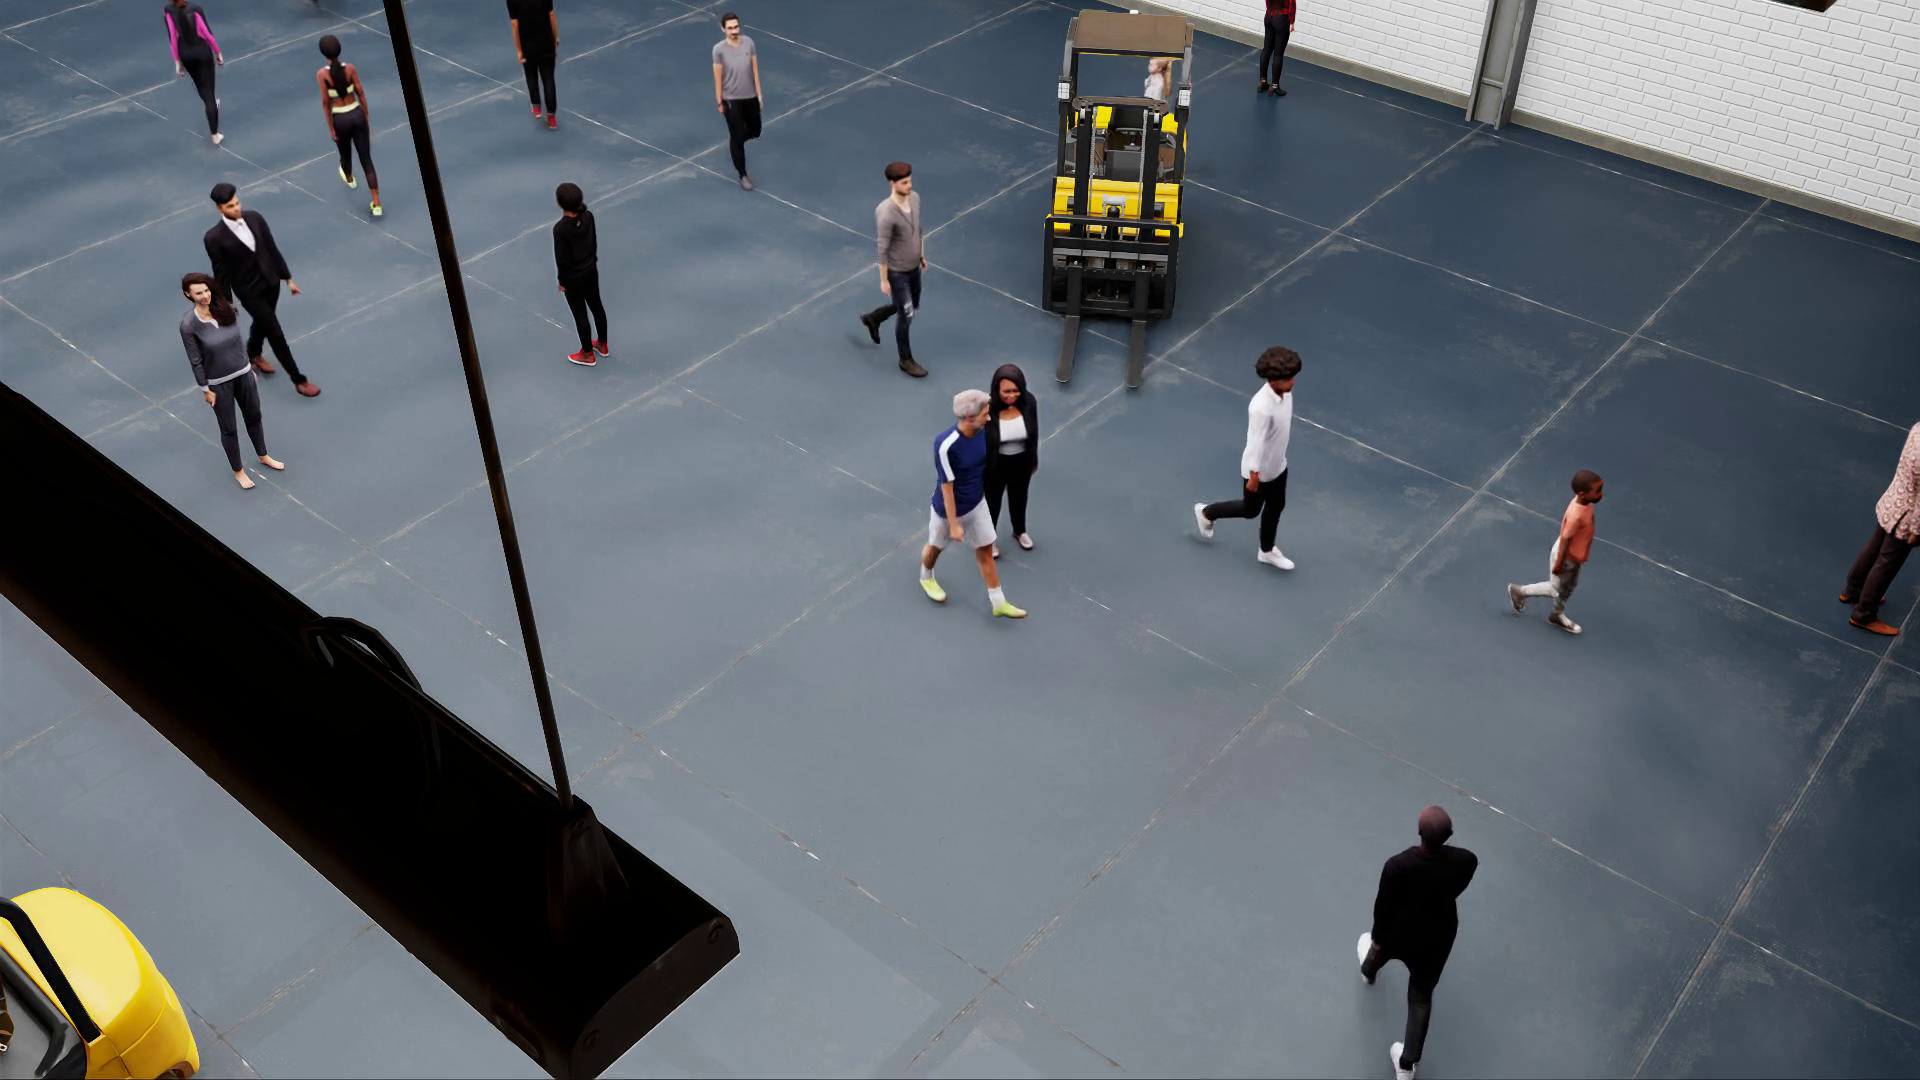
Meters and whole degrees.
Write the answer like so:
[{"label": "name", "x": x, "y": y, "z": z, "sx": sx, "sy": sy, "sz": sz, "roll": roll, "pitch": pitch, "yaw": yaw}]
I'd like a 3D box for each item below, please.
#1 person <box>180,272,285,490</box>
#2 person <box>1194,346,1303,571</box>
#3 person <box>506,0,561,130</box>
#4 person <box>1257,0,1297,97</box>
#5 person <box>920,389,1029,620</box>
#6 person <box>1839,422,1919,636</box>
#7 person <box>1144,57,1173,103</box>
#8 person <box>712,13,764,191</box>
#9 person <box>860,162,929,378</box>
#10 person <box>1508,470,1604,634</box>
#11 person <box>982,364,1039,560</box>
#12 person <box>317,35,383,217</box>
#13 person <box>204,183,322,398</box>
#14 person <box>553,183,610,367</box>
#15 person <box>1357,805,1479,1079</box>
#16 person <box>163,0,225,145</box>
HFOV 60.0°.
[{"label": "person", "x": -5.543, "y": -1.230, "z": 12.567, "sx": 0.565, "sy": 1.768, "sz": 0.645, "roll": 21, "pitch": 43, "yaw": 24}, {"label": "person", "x": 2.081, "y": -0.599, "z": 11.762, "sx": 1.052, "sy": 1.788, "sz": 0.689, "roll": 24, "pitch": 44, "yaw": 27}, {"label": "person", "x": -4.447, "y": -5.184, "z": 17.541, "sx": 0.879, "sy": 1.739, "sz": 0.973, "roll": -10, "pitch": 40, "yaw": -12}, {"label": "person", "x": 3.486, "y": -5.705, "z": 18.261, "sx": 0.692, "sy": 1.656, "sz": 0.527, "roll": -24, "pitch": 45, "yaw": -27}, {"label": "person", "x": -0.079, "y": -0.259, "z": 11.377, "sx": 0.726, "sy": 1.737, "sz": 1.132, "roll": -30, "pitch": 48, "yaw": -32}, {"label": "person", "x": 6.386, "y": -0.195, "z": 11.239, "sx": 0.759, "sy": 1.808, "sz": 0.768, "roll": 8, "pitch": 39, "yaw": 10}, {"label": "person", "x": 2.038, "y": -4.294, "z": 16.822, "sx": 0.908, "sy": 1.246, "sz": 0.872, "roll": -5, "pitch": 39, "yaw": -6}, {"label": "person", "x": -2.227, "y": -4.433, "z": 16.602, "sx": 0.805, "sy": 1.740, "sz": 1.013, "roll": -20, "pitch": 43, "yaw": -23}, {"label": "person", "x": -0.552, "y": -2.282, "z": 13.790, "sx": 1.030, "sy": 1.888, "sz": 0.770, "roll": 22, "pitch": 44, "yaw": 25}, {"label": "person", "x": 4.095, "y": 0.063, "z": 11.326, "sx": 0.763, "sy": 1.297, "sz": 0.509, "roll": 24, "pitch": 44, "yaw": 27}, {"label": "person", "x": 0.320, "y": -0.581, "z": 11.881, "sx": 0.753, "sy": 1.610, "sz": 0.770, "roll": -16, "pitch": 41, "yaw": -19}, {"label": "person", "x": -5.843, "y": -3.950, "z": 16.027, "sx": 0.878, "sy": 1.702, "sz": 1.215, "roll": -20, "pitch": 43, "yaw": -23}, {"label": "person", "x": -5.797, "y": -2.081, "z": 13.574, "sx": 1.239, "sy": 1.842, "sz": 0.852, "roll": 21, "pitch": 43, "yaw": 24}, {"label": "person", "x": -3.175, "y": -2.235, "z": 13.905, "sx": 0.578, "sy": 1.670, "sz": 0.611, "roll": 23, "pitch": 44, "yaw": 26}, {"label": "person", "x": 2.337, "y": 2.086, "z": 8.462, "sx": 1.173, "sy": 1.710, "sz": 1.148, "roll": 1, "pitch": 39, "yaw": 2}, {"label": "person", "x": -7.941, "y": -4.952, "z": 17.282, "sx": 1.057, "sy": 1.701, "sz": 1.151, "roll": -6, "pitch": 39, "yaw": -7}]
